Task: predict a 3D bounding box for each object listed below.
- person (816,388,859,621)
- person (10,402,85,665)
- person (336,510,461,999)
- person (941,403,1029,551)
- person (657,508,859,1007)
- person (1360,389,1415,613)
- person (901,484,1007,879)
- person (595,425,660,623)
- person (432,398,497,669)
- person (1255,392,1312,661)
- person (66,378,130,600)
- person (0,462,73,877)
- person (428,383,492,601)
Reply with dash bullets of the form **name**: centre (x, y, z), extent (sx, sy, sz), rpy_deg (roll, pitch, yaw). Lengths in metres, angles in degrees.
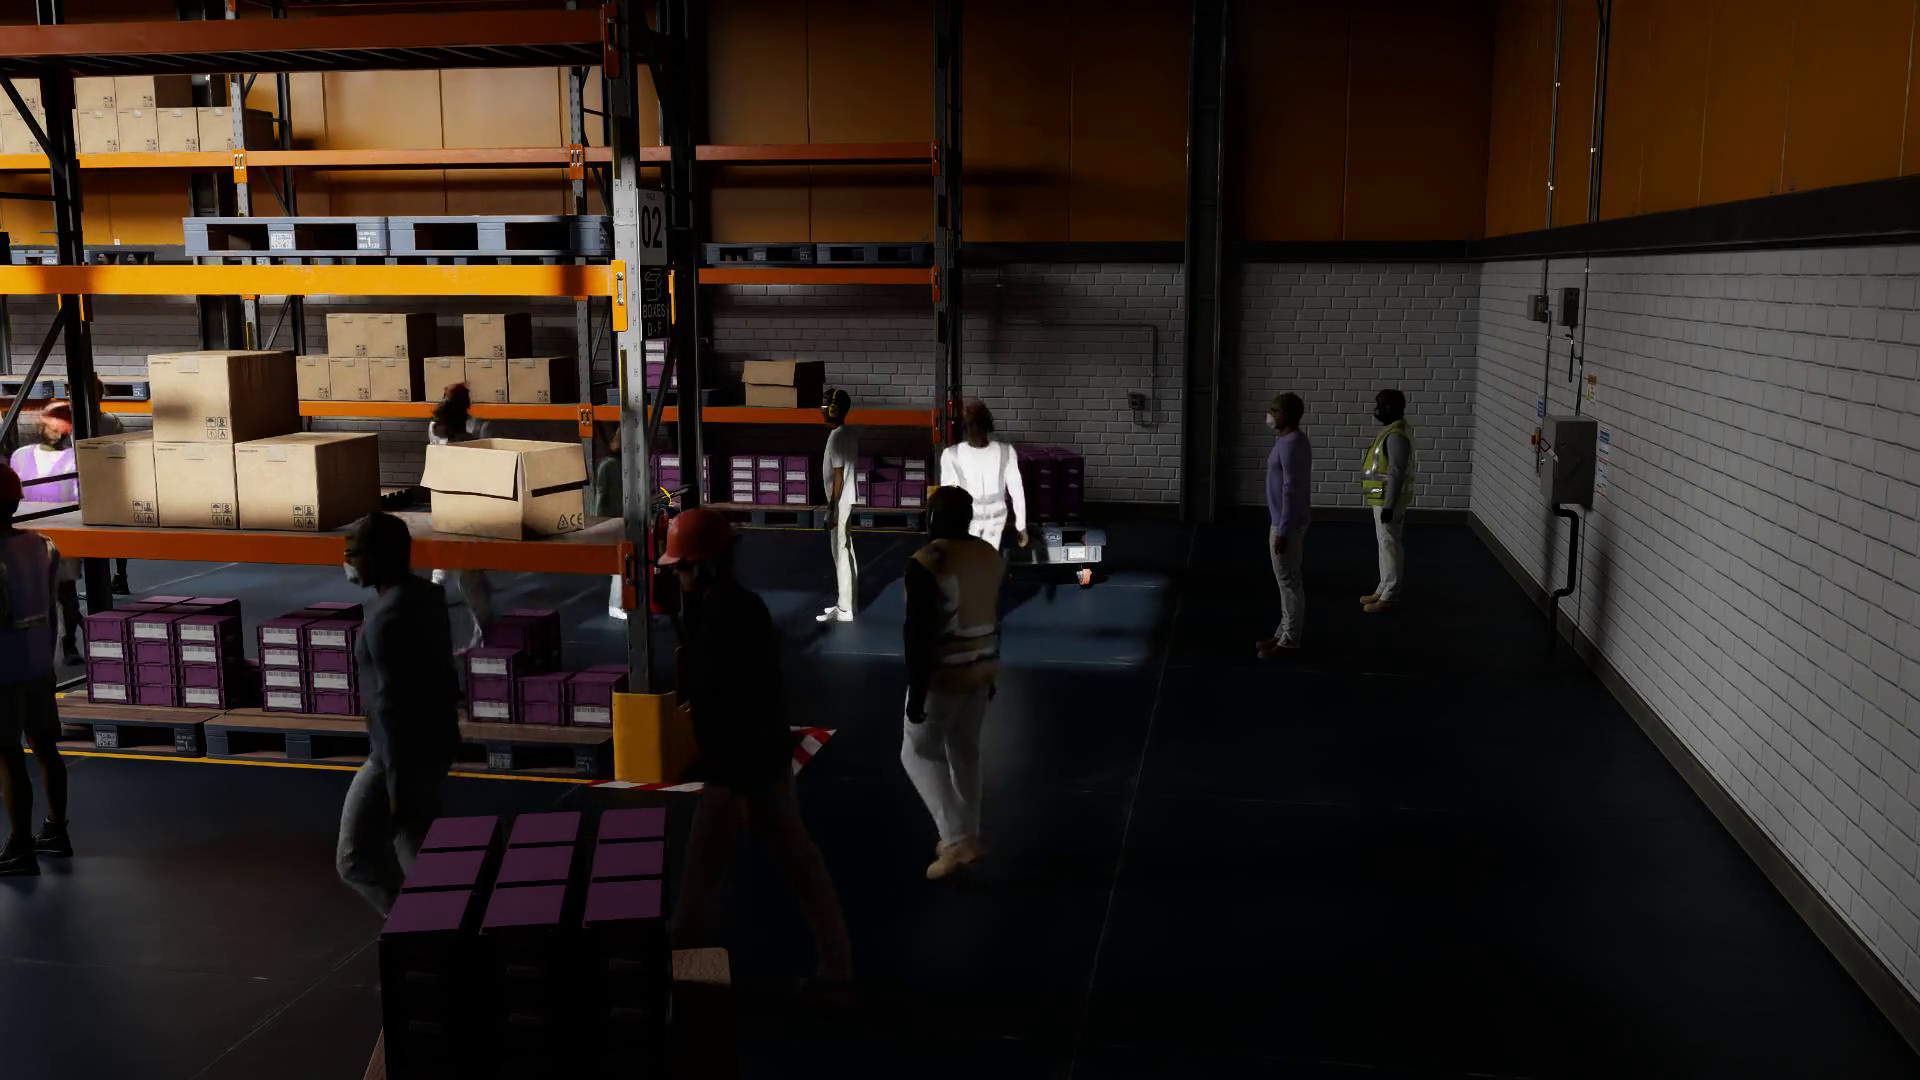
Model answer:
- **person**: centre (-0.982, -0.278, 13.342), extent (0.328, 1.872, 0.515), rpy_deg (2, 9, 10)
- **person**: centre (-6.480, -0.029, 11.765), extent (0.707, 1.898, 0.353), rpy_deg (-1, 9, -4)
- **person**: centre (-2.119, 0.834, 6.270), extent (0.442, 1.918, 0.632), rpy_deg (0, 9, 1)
- **person**: centre (0.177, -0.093, 12.319), extent (0.604, 1.822, 1.013), rpy_deg (-2, 9, -12)
- **person**: centre (-0.852, 0.837, 6.252), extent (1.041, 1.926, 0.668), rpy_deg (2, 9, 14)
- **person**: centre (3.518, -0.324, 13.712), extent (0.429, 1.844, 0.625), rpy_deg (2, 9, 10)
- **person**: centre (-0.002, 0.656, 7.749), extent (0.543, 1.811, 0.658), rpy_deg (9, 12, 43)
- **person**: centre (-2.591, -0.113, 13.153), extent (0.846, 1.595, 0.518), rpy_deg (8, 12, 42)
- **person**: centre (-3.447, -0.047, 11.811), extent (0.469, 1.917, 0.672), rpy_deg (-1, 9, -9)
- **person**: centre (2.350, -0.099, 12.013), extent (0.372, 1.940, 0.630), rpy_deg (2, 9, 10)
- **person**: centre (-7.377, -0.453, 14.203), extent (0.353, 1.942, 0.545), rpy_deg (2, 9, 10)
- **person**: centre (-4.418, 0.591, 7.724), extent (0.353, 1.942, 0.545), rpy_deg (2, 9, 10)
- **person**: centre (-4.271, -0.391, 14.121), extent (0.610, 1.835, 0.957), rpy_deg (1, 9, 6)
